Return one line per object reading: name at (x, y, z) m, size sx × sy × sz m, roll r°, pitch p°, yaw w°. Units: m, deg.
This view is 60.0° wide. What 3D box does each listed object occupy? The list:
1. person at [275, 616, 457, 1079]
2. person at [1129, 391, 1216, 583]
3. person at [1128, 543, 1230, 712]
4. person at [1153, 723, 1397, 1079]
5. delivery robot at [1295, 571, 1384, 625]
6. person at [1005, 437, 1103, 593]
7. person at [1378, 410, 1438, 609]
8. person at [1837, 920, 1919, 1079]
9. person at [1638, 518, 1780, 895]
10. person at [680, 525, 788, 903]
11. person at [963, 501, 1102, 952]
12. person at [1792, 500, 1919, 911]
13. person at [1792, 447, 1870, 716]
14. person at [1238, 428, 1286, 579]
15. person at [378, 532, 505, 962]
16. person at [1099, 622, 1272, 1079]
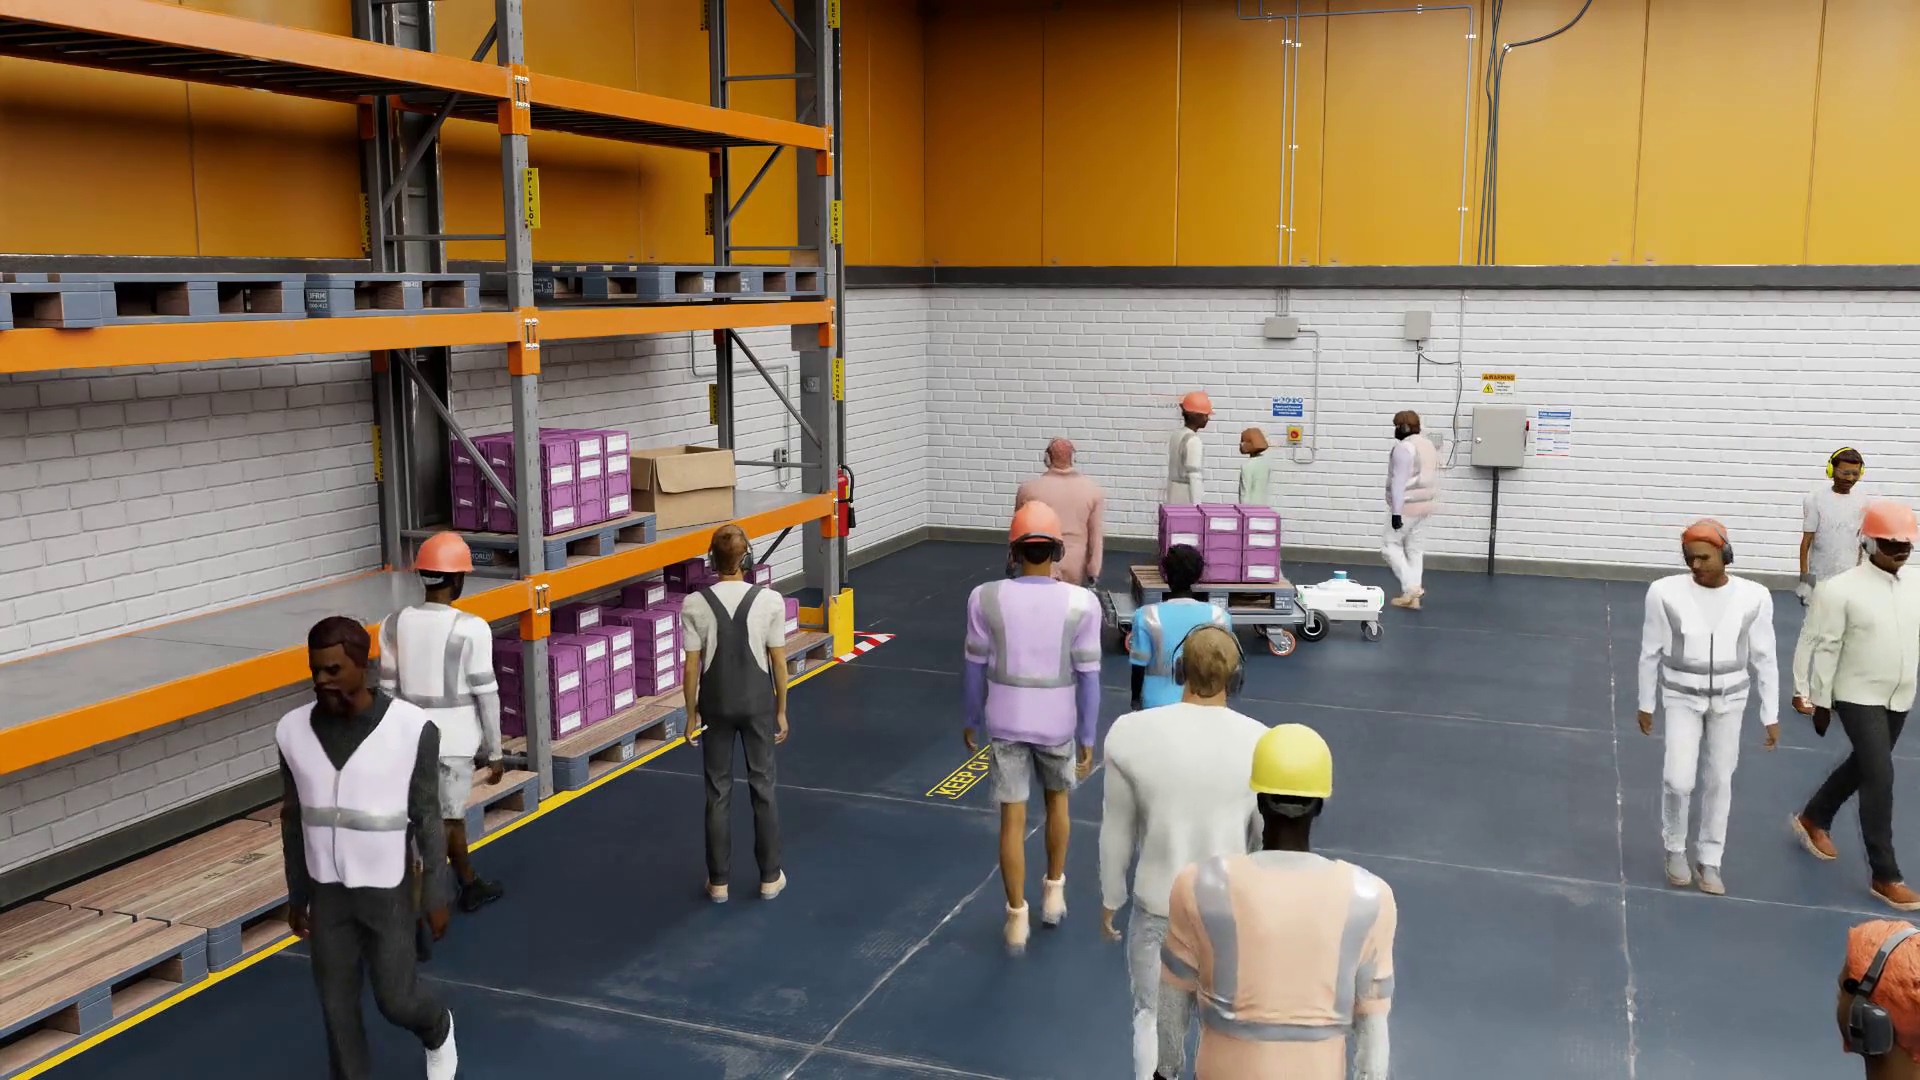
person at (-2.047, 1.177, 5.777) m, size 0.604 × 1.897 × 0.650 m, roll 1°, pitch 9°, yaw 9°
person at (1.958, -0.343, 14.980) m, size 0.826 × 2.015 × 0.614 m, roll -1°, pitch 9°, yaw -9°
person at (1.119, 0.865, 8.408) m, size 0.537 × 1.687 × 0.448 m, roll -1°, pitch 9°, yaw -6°
person at (0.825, 1.409, 4.385) m, size 0.588 × 1.883 × 0.988 m, roll 0°, pitch 9°, yaw -3°
delivery robot at (3.174, 0.504, 13.911) m, size 0.707 × 0.478 × 0.477 m, roll 1°, pitch 9°, yaw 6°
person at (0.704, 0.178, 12.202) m, size 0.657 × 1.857 × 1.019 m, roll -2°, pitch 9°, yaw -13°
person at (4.075, -0.263, 15.100) m, size 0.661 × 1.816 × 0.449 m, roll -9°, pitch 13°, yaw -44°
person at (1.686, 1.614, 3.083) m, size 0.573 × 1.883 × 0.356 m, roll -5°, pitch 10°, yaw -26°
person at (3.645, 0.821, 8.114) m, size 0.619 × 1.860 × 0.428 m, roll 2°, pitch 9°, yaw 13°
person at (-1.085, 0.843, 8.059) m, size 0.505 × 1.838 × 0.348 m, roll -1°, pitch 9°, yaw -6°
person at (0.322, 0.826, 7.616) m, size 0.626 × 2.019 × 0.722 m, roll 0°, pitch 9°, yaw 2°
person at (4.527, 0.750, 8.295) m, size 0.611 × 1.959 × 0.993 m, roll -2°, pitch 9°, yaw -14°
person at (6.033, 0.285, 11.483) m, size 0.520 × 1.865 × 0.327 m, roll -2°, pitch 9°, yaw -10°
person at (2.769, -0.253, 15.630) m, size 0.657 × 1.612 × 0.527 m, roll 8°, pitch 12°, yaw 39°
person at (-2.367, 0.909, 7.531) m, size 0.549 × 1.886 × 0.996 m, roll 3°, pitch 9°, yaw 17°
person at (0.767, 1.223, 5.444) m, size 0.637 × 1.915 × 0.767 m, roll 1°, pitch 9°, yaw 8°
